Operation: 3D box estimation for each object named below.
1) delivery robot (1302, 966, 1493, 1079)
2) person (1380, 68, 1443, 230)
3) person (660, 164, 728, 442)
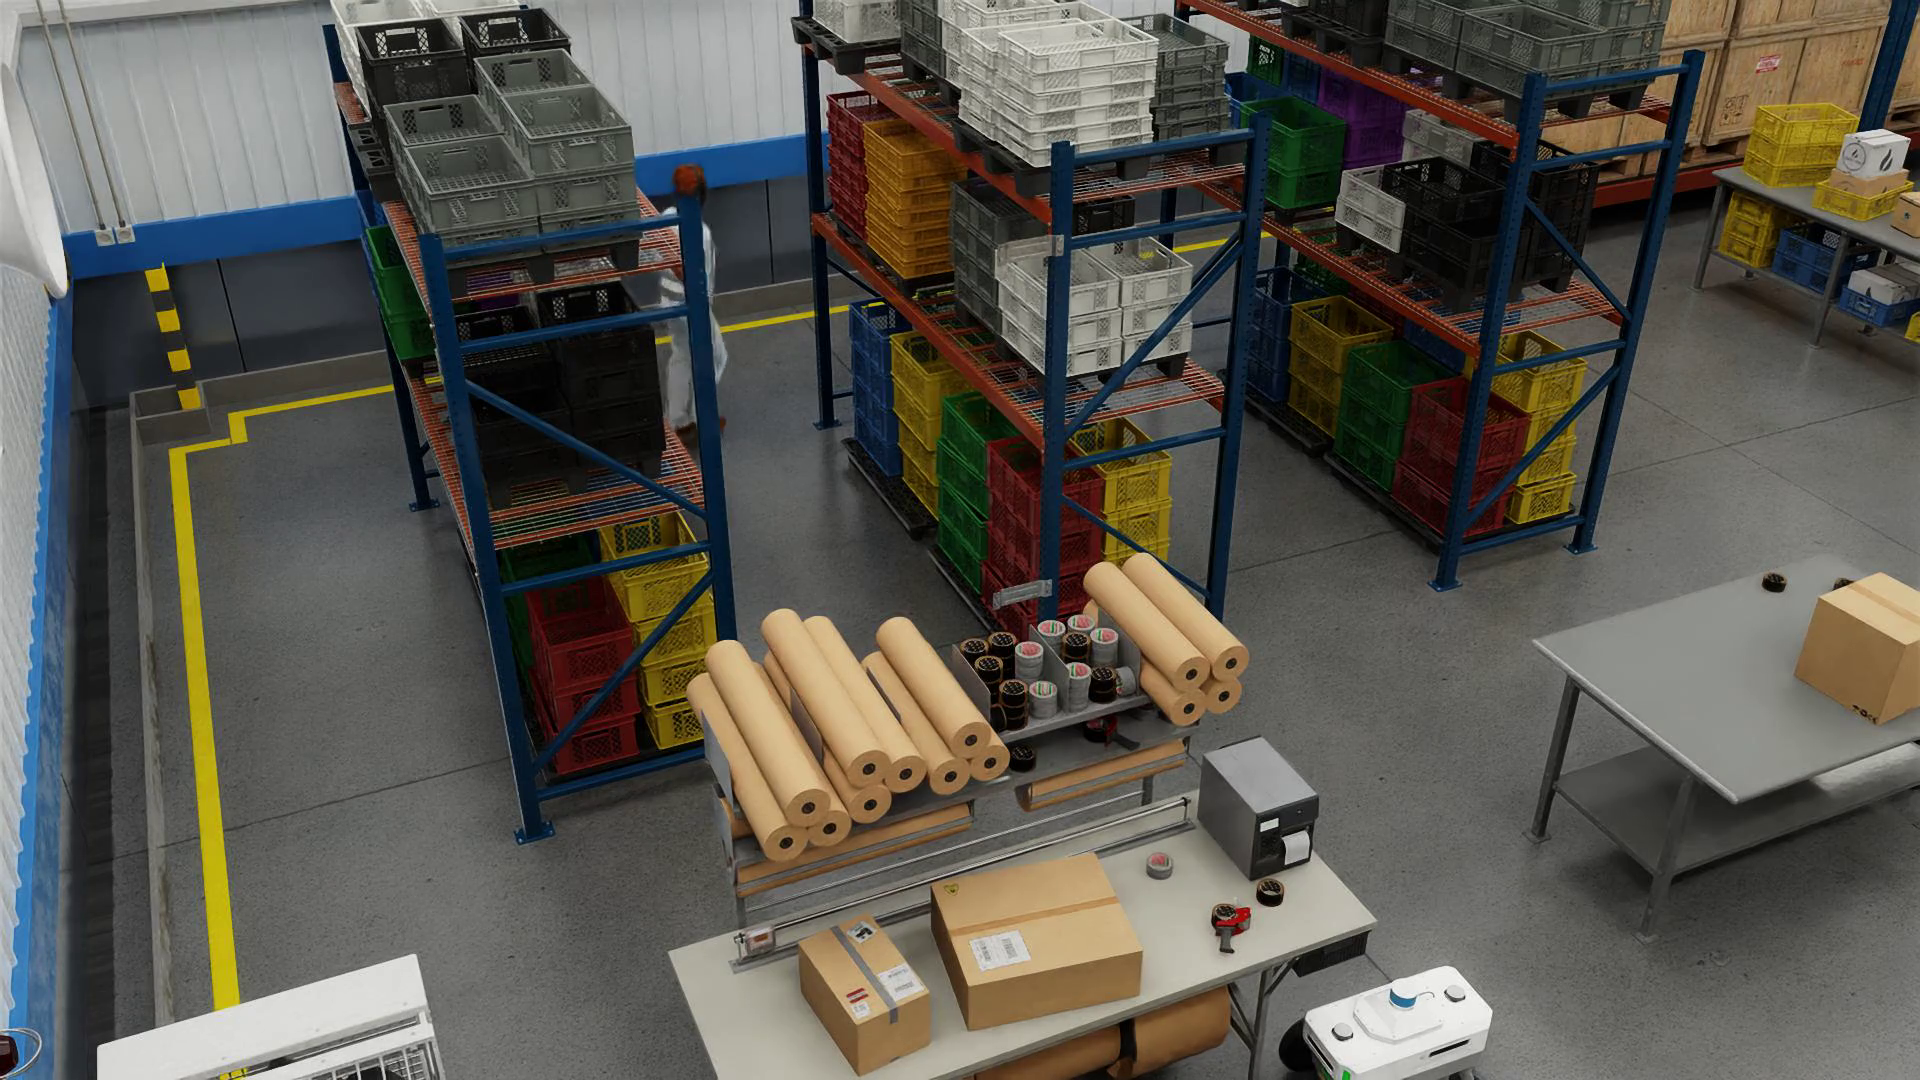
[{"bbox_3d":[1.701,1.915,6.479,0.707,0.478,0.477,-12,34,-19],"label":"delivery robot"},{"bbox_3d":[3.683,-3.404,13.904,0.367,1.933,0.627,-26,40,-35],"label":"person"},{"bbox_3d":[-1.800,-1.532,10.938,0.538,1.843,0.601,-25,40,-35],"label":"person"}]
